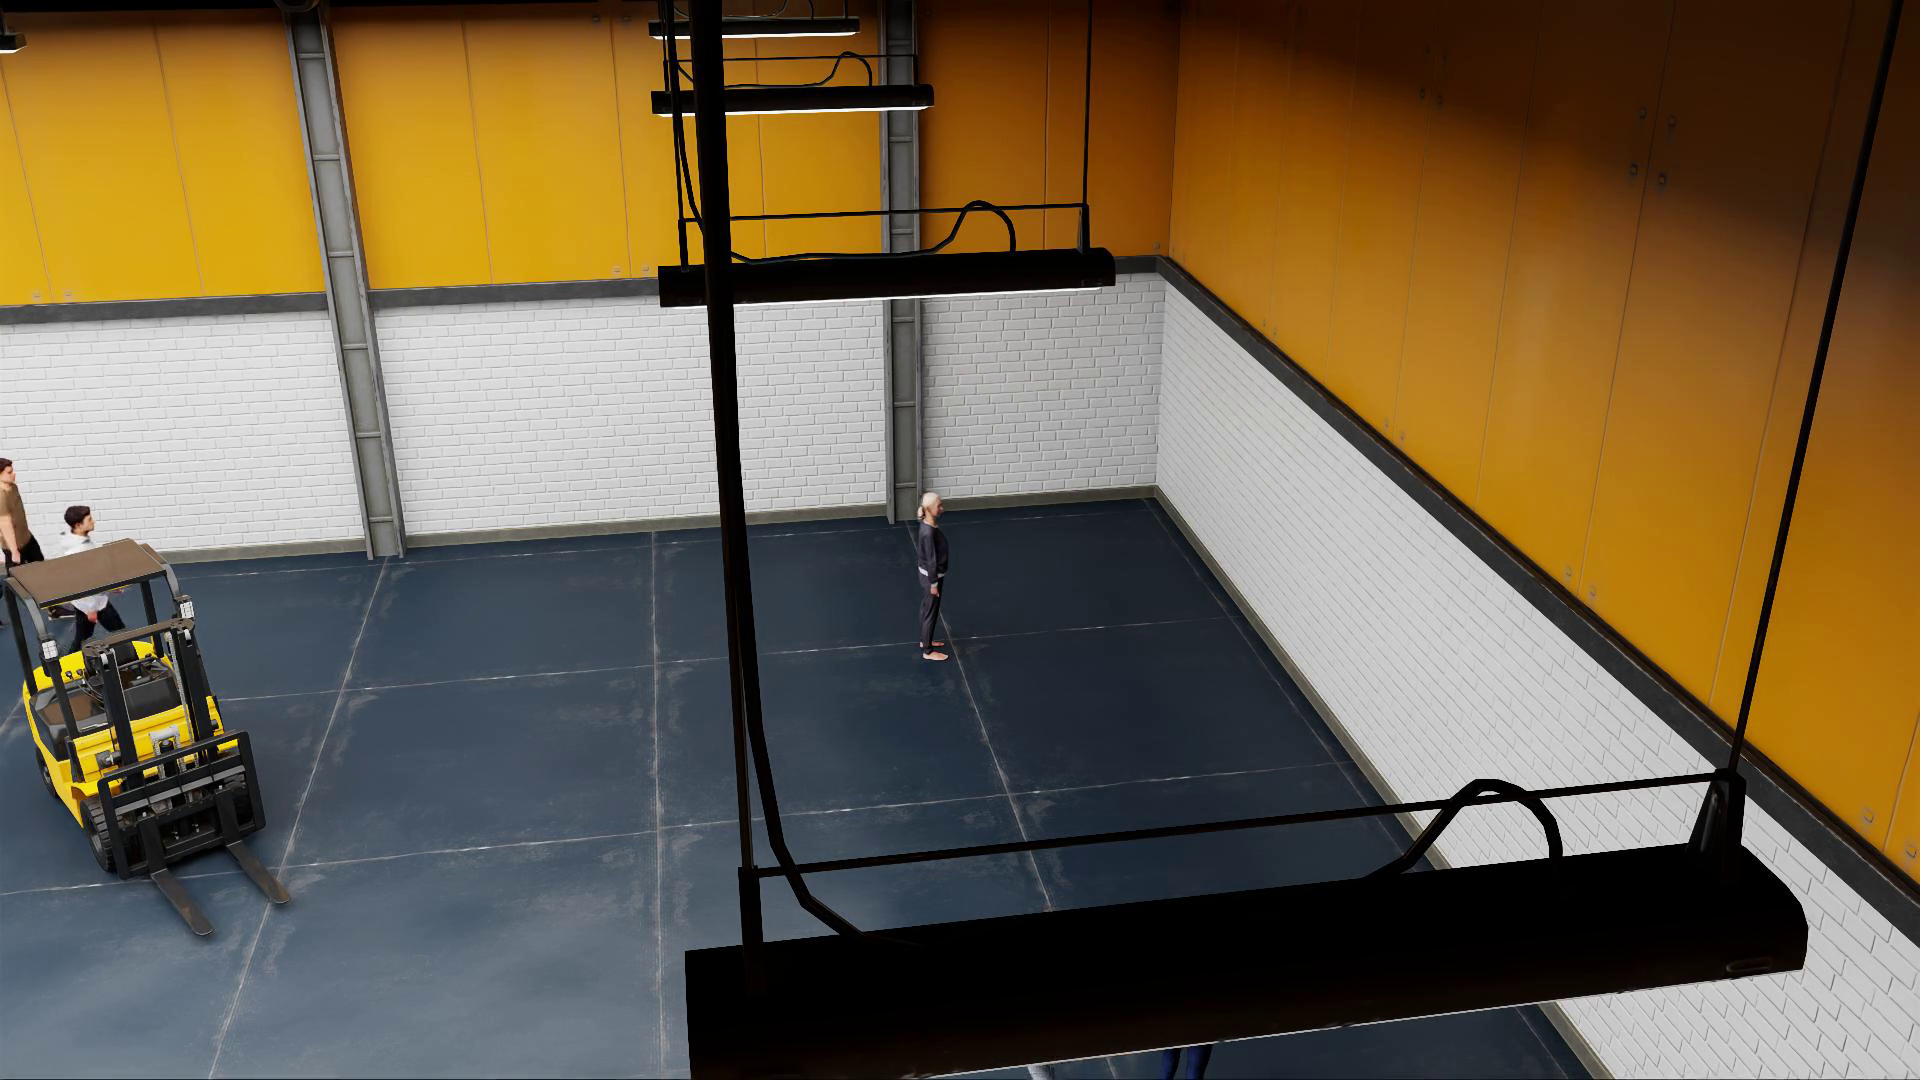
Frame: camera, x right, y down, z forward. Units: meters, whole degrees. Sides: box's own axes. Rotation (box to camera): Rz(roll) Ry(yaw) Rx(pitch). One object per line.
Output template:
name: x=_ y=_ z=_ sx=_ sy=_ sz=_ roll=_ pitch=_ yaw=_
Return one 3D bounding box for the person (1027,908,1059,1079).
person: x=0.561 y=3.087 z=10.241 sx=0.823 sy=1.732 sz=0.770 roll=-9 pitch=25 yaw=-20

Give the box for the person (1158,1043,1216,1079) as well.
person: x=1.407 y=3.010 z=10.366 sx=0.672 sy=1.773 sz=0.710 roll=20 pitch=31 yaw=38

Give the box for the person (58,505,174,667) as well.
person: x=-8.326 y=0.599 z=15.751 sx=1.300 sy=1.878 sz=1.044 roll=-17 pitch=29 yaw=-34

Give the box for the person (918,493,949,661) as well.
person: x=-0.288 y=0.335 z=16.545 sx=0.520 sy=1.726 sz=0.624 roll=-3 pitch=24 yaw=-6

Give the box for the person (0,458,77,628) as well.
person: x=-9.773 y=0.050 z=17.075 sx=1.173 sy=1.824 sz=0.681 roll=-5 pitch=24 yaw=-10
